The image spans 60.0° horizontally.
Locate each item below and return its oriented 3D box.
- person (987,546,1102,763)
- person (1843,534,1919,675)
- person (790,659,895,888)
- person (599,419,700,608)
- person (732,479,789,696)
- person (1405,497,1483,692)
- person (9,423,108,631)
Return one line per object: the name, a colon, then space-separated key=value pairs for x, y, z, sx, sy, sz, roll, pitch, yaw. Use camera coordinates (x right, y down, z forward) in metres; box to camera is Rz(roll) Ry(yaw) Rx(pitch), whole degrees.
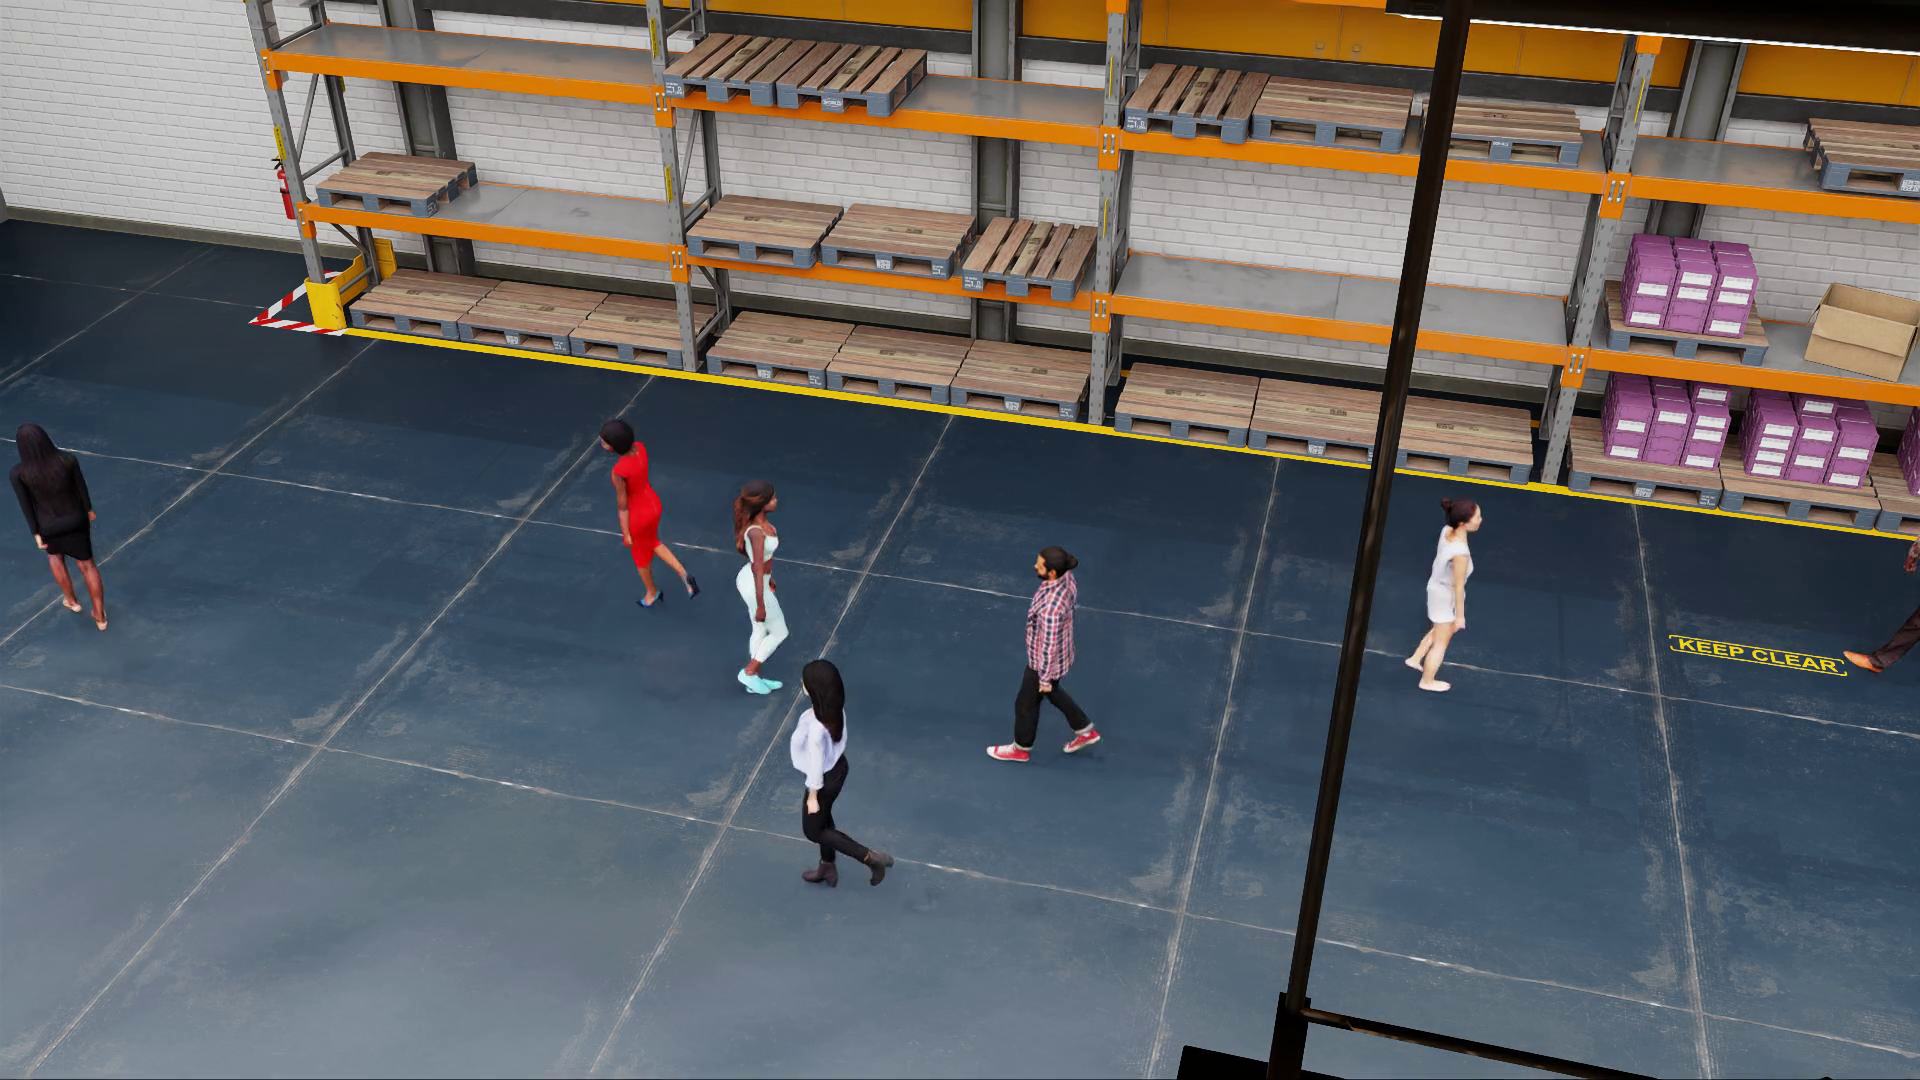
person: x=0.635 y=0.747 z=10.960 sx=0.960 sy=1.759 sz=0.689 roll=8 pitch=35 yaw=12
person: x=7.050 y=0.262 z=11.703 sx=1.252 sy=1.745 sz=0.952 roll=-2 pitch=34 yaw=-4
person: x=-0.721 y=1.458 z=9.914 sx=0.856 sy=1.732 sz=0.695 roll=5 pitch=34 yaw=8
person: x=-2.287 y=-0.138 z=12.329 sx=0.800 sy=1.717 sz=0.673 roll=13 pitch=36 yaw=19
person: x=-1.492 y=0.359 z=11.591 sx=0.733 sy=1.706 sz=0.698 roll=-3 pitch=34 yaw=-5
person: x=3.329 y=0.392 z=11.639 sx=0.635 sy=1.599 sz=0.626 roll=1 pitch=34 yaw=2
person: x=-6.568 y=-0.072 z=12.239 sx=0.848 sy=1.707 sz=0.916 roll=-20 pitch=39 yaw=-27
